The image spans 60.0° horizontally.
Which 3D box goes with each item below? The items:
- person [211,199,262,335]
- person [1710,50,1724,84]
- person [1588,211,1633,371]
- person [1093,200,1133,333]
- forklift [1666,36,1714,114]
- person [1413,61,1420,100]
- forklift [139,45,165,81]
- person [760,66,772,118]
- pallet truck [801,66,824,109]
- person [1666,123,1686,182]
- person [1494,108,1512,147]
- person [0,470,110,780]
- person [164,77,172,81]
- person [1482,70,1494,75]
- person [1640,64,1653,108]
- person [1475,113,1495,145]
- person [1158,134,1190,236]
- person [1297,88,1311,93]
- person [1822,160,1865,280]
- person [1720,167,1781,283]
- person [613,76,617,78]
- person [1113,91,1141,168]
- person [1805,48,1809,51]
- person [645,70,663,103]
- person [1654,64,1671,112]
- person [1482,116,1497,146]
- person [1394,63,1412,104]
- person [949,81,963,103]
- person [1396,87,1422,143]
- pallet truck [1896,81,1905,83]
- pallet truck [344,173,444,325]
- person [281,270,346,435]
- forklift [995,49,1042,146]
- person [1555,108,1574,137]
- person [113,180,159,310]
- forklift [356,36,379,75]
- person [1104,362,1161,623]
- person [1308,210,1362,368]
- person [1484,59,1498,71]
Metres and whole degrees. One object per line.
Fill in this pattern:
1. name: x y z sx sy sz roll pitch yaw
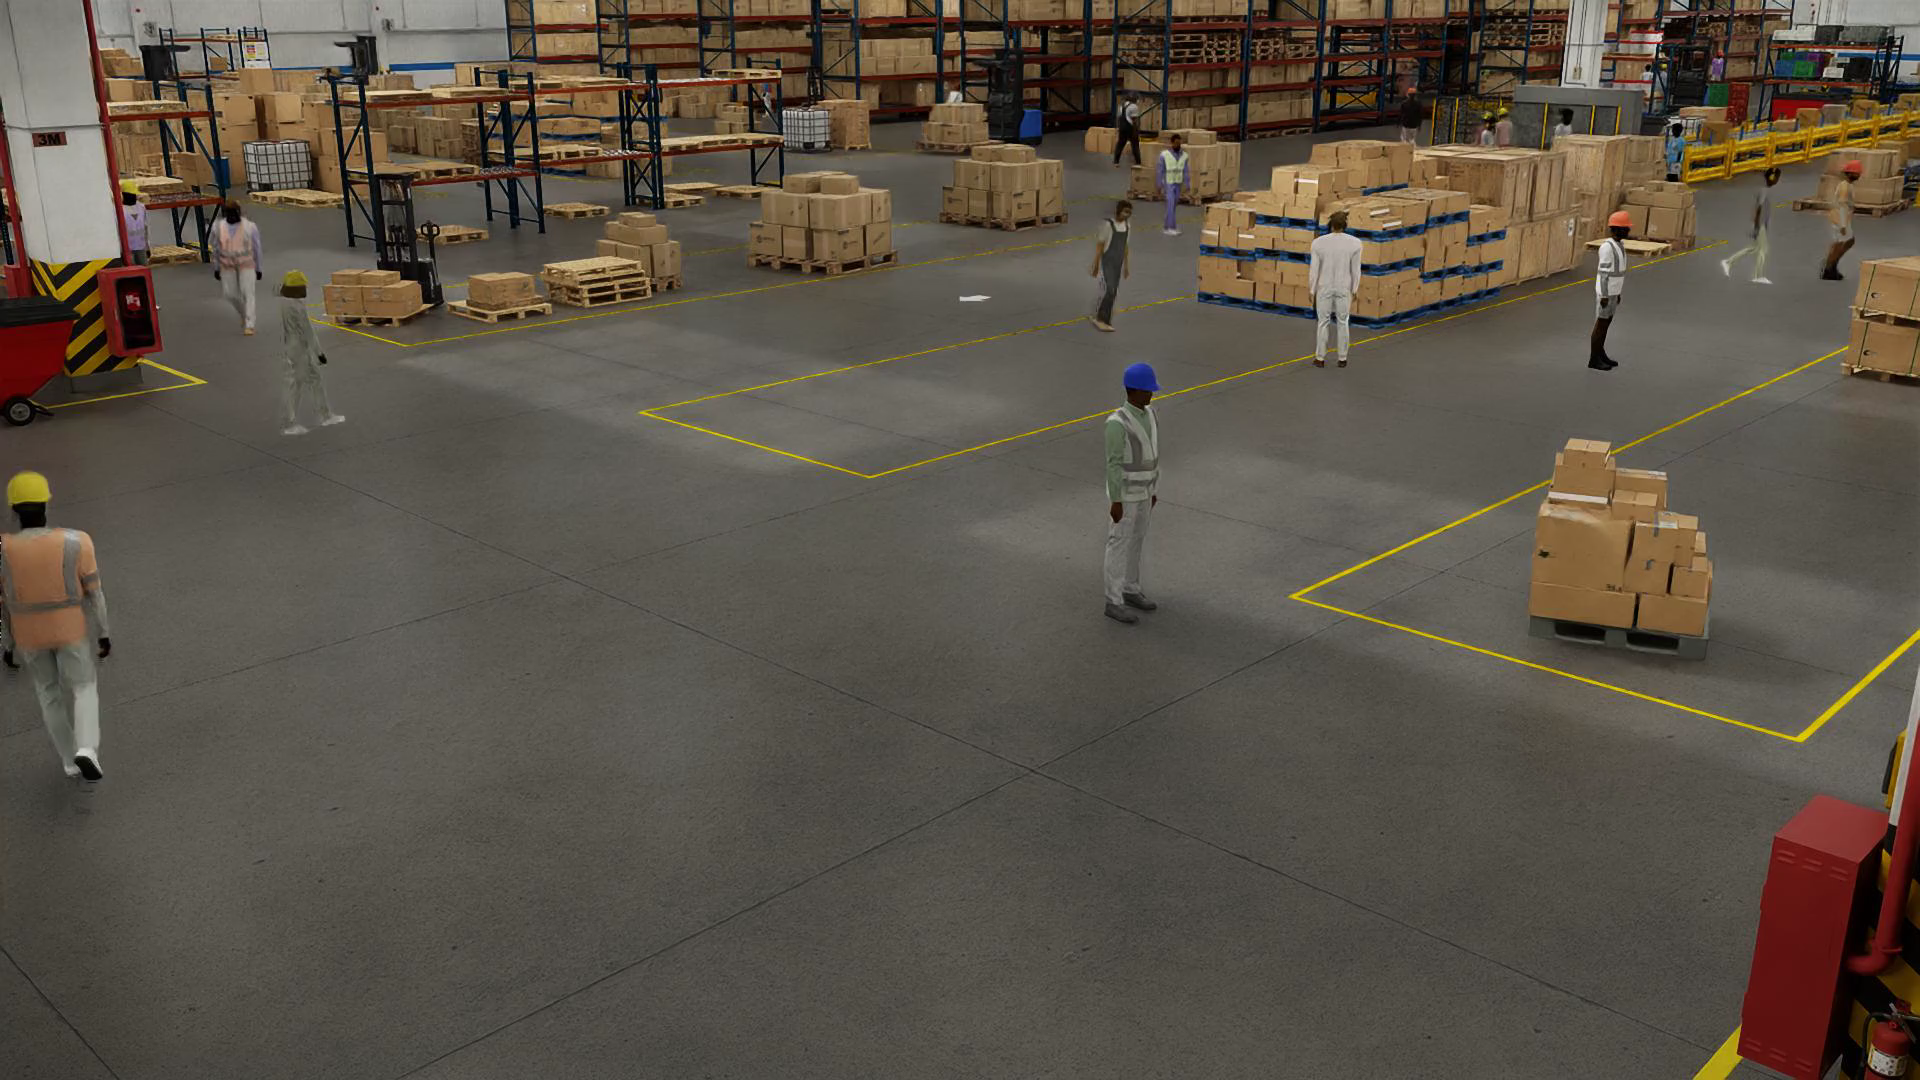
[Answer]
1. person: -9.793 -3.707 22.588 0.649 1.829 0.482 -3 19 -8
2. person: 33.219 -20.489 72.991 0.551 1.932 0.376 -2 18 -5
3. person: 8.033 -3.079 20.523 0.347 1.943 0.544 13 22 35
4. person: 2.087 -3.719 22.670 0.584 1.806 0.474 -16 24 -40
5. forklift: 27.341 -17.291 61.877 1.129 2.768 1.873 17 25 41
6. person: 18.934 -19.061 69.159 0.279 1.631 0.504 8 20 22
7. forklift: -25.287 -14.121 52.325 1.129 2.768 1.873 17 25 41
8. person: -7.063 -16.333 60.616 0.429 1.844 0.626 2 18 7
9. pallet truck: -4.812 -15.182 56.903 0.823 1.965 1.885 -9 21 -26
10. person: 15.879 -8.409 36.979 0.317 1.692 0.534 -1 18 -4
11. person: 13.207 -9.667 40.670 0.541 1.746 0.582 -4 19 -12
12. person: -5.291 0.538 9.685 0.587 1.910 0.573 -8 20 -23
13. person: -24.570 -13.544 52.125 0.911 1.909 0.633 -1 18 -4
14. person: 22.661 -19.850 71.435 0.529 1.697 0.321 6 19 18
15. person: 26.985 -17.839 65.383 0.553 1.684 0.363 12 22 31
16. person: 12.468 -9.298 39.621 0.538 1.718 0.925 -4 19 -12
17. person: 4.133 -6.728 31.598 0.620 1.885 0.883 -9 20 -25
18. person: 14.882 -20.157 72.218 0.956 1.779 0.601 -15 23 -37
19. person: 14.221 -5.130 26.738 0.443 1.916 0.566 11 21 30
20. person: 12.745 -5.067 26.708 0.775 1.841 0.545 9 21 26
21. person: -11.817 -15.261 57.723 0.325 1.626 0.510 -15 24 -38
22. person: 4.501 -10.812 43.670 0.999 2.000 0.752 -10 21 -28
23. person: 41.654 -23.346 81.935 0.550 1.716 0.887 15 24 38
24. person: -10.383 -14.999 56.497 0.595 1.910 0.383 1 18 3
25. person: 26.701 -17.176 63.259 0.601 1.784 0.946 16 24 40
26. person: 11.716 -8.443 36.822 0.573 1.849 0.553 13 22 34
27. person: 16.524 -16.867 62.207 0.648 1.855 0.986 -13 23 -35
28. person: -0.090 -12.827 50.002 0.418 1.870 0.614 -16 24 -39
29. person: 12.154 -11.233 45.043 0.704 1.973 0.461 -1 18 -2
30. pallet truck: 34.802 -16.331 61.455 0.653 1.274 1.630 17 25 41
31. pallet truck: -8.209 -4.181 23.757 0.823 1.965 1.885 3 19 9
32. person: -6.897 -1.991 17.609 0.795 1.715 0.501 -12 22 -33
33. forklift: 1.475 -13.022 49.016 1.129 2.768 1.873 17 25 41
34. person: 13.739 -8.791 37.730 0.633 1.941 0.611 -15 24 -39
35. person: -11.955 -4.244 24.092 0.420 1.910 0.592 9 20 25
36. forklift: -22.085 -17.432 62.302 1.129 2.768 1.873 17 25 41
37. person: 1.285 -0.366 12.339 0.394 1.946 0.618 12 22 32
38. person: 4.621 -3.094 20.574 0.627 1.940 0.375 2 18 6
39. person: 22.907 -20.155 71.833 0.605 2.038 0.400 7 20 21
